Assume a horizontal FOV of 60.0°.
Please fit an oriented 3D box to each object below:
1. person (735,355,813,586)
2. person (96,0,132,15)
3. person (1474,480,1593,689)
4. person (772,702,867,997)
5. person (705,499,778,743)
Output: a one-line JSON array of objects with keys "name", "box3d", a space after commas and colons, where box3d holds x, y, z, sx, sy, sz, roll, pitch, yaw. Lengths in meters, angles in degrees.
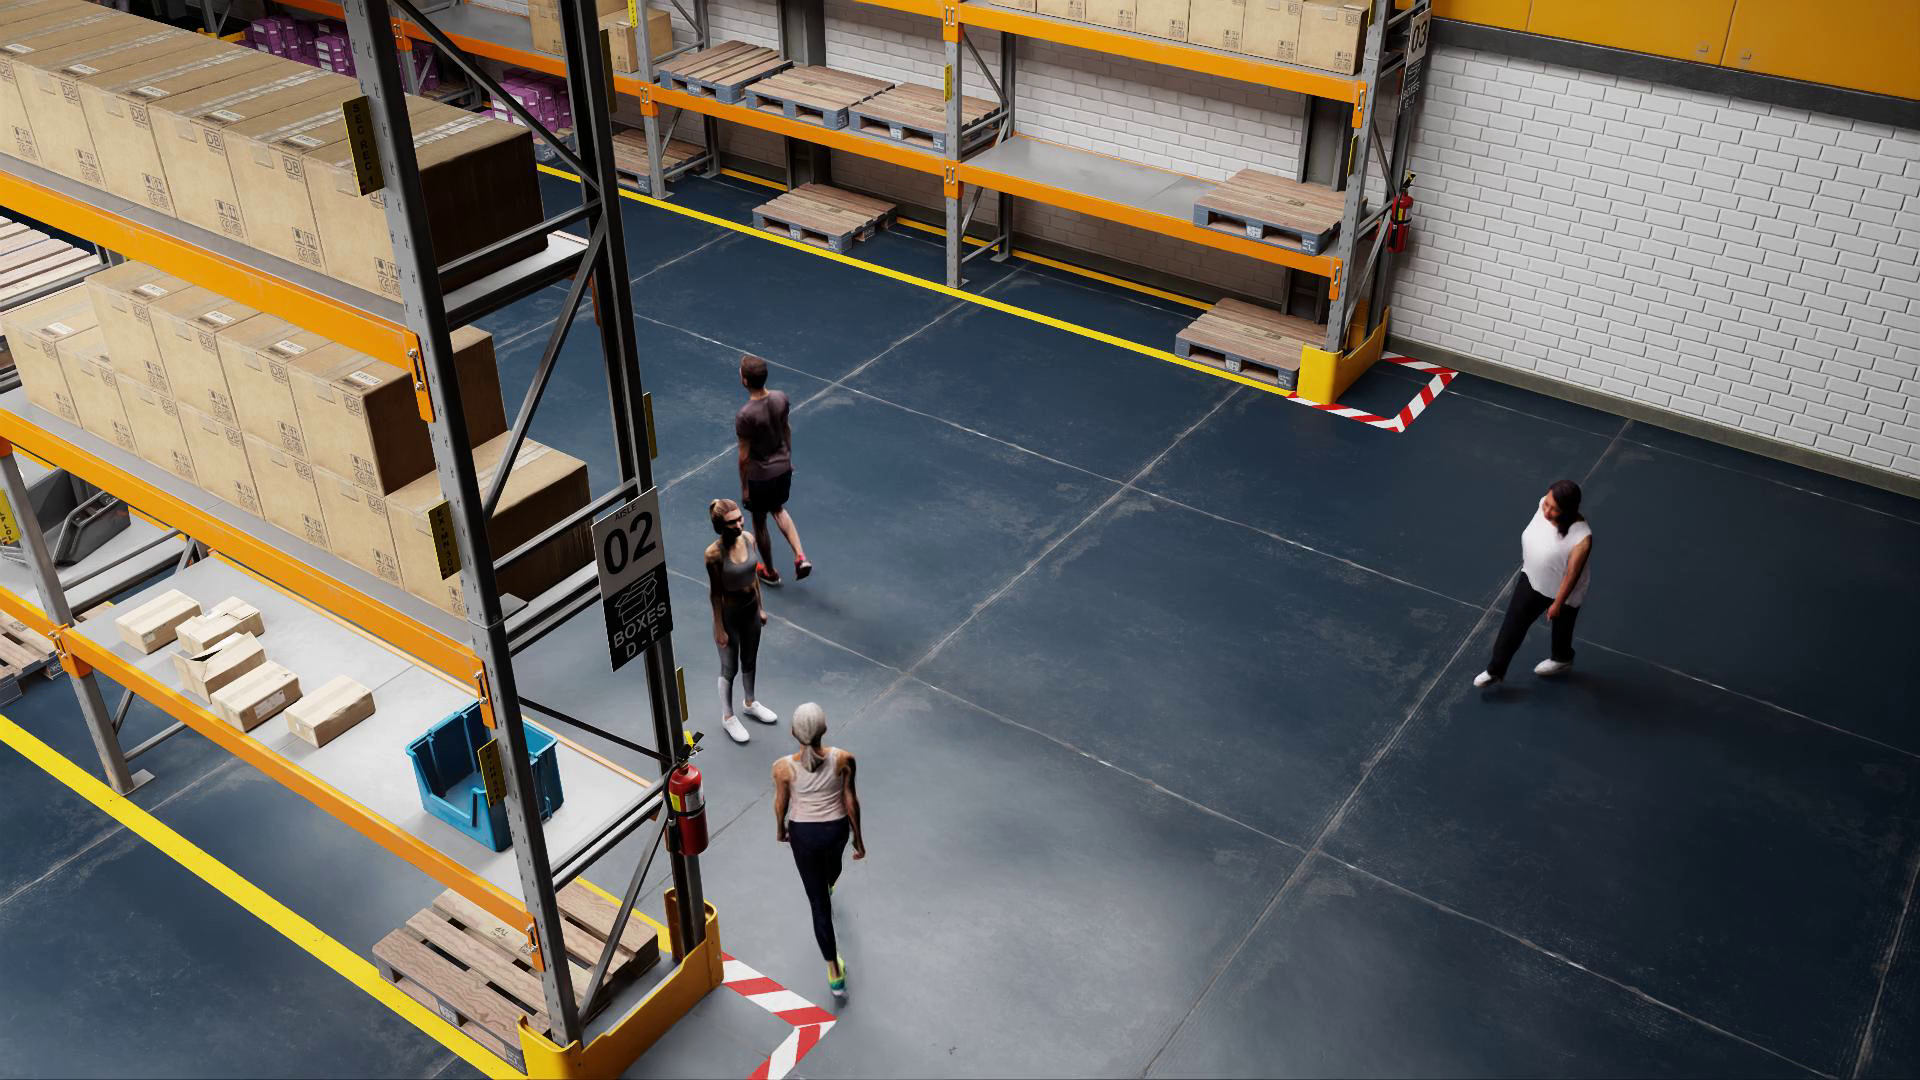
[{"name": "person", "box3d": [-1.300, -0.432, 11.714, 0.841, 1.838, 0.710, 26, 41, 33]}, {"name": "person", "box3d": [-11.233, -7.131, 21.967, 0.746, 1.643, 1.129, -29, 43, -36]}, {"name": "person", "box3d": [3.900, 0.259, 10.857, 1.038, 1.635, 1.092, -10, 35, -15]}, {"name": "person", "box3d": [-0.728, 1.654, 8.742, 1.139, 1.654, 1.224, -6, 34, -9]}, {"name": "person", "box3d": [-1.409, 0.479, 10.464, 0.565, 1.704, 0.571, 25, 41, 32]}]
